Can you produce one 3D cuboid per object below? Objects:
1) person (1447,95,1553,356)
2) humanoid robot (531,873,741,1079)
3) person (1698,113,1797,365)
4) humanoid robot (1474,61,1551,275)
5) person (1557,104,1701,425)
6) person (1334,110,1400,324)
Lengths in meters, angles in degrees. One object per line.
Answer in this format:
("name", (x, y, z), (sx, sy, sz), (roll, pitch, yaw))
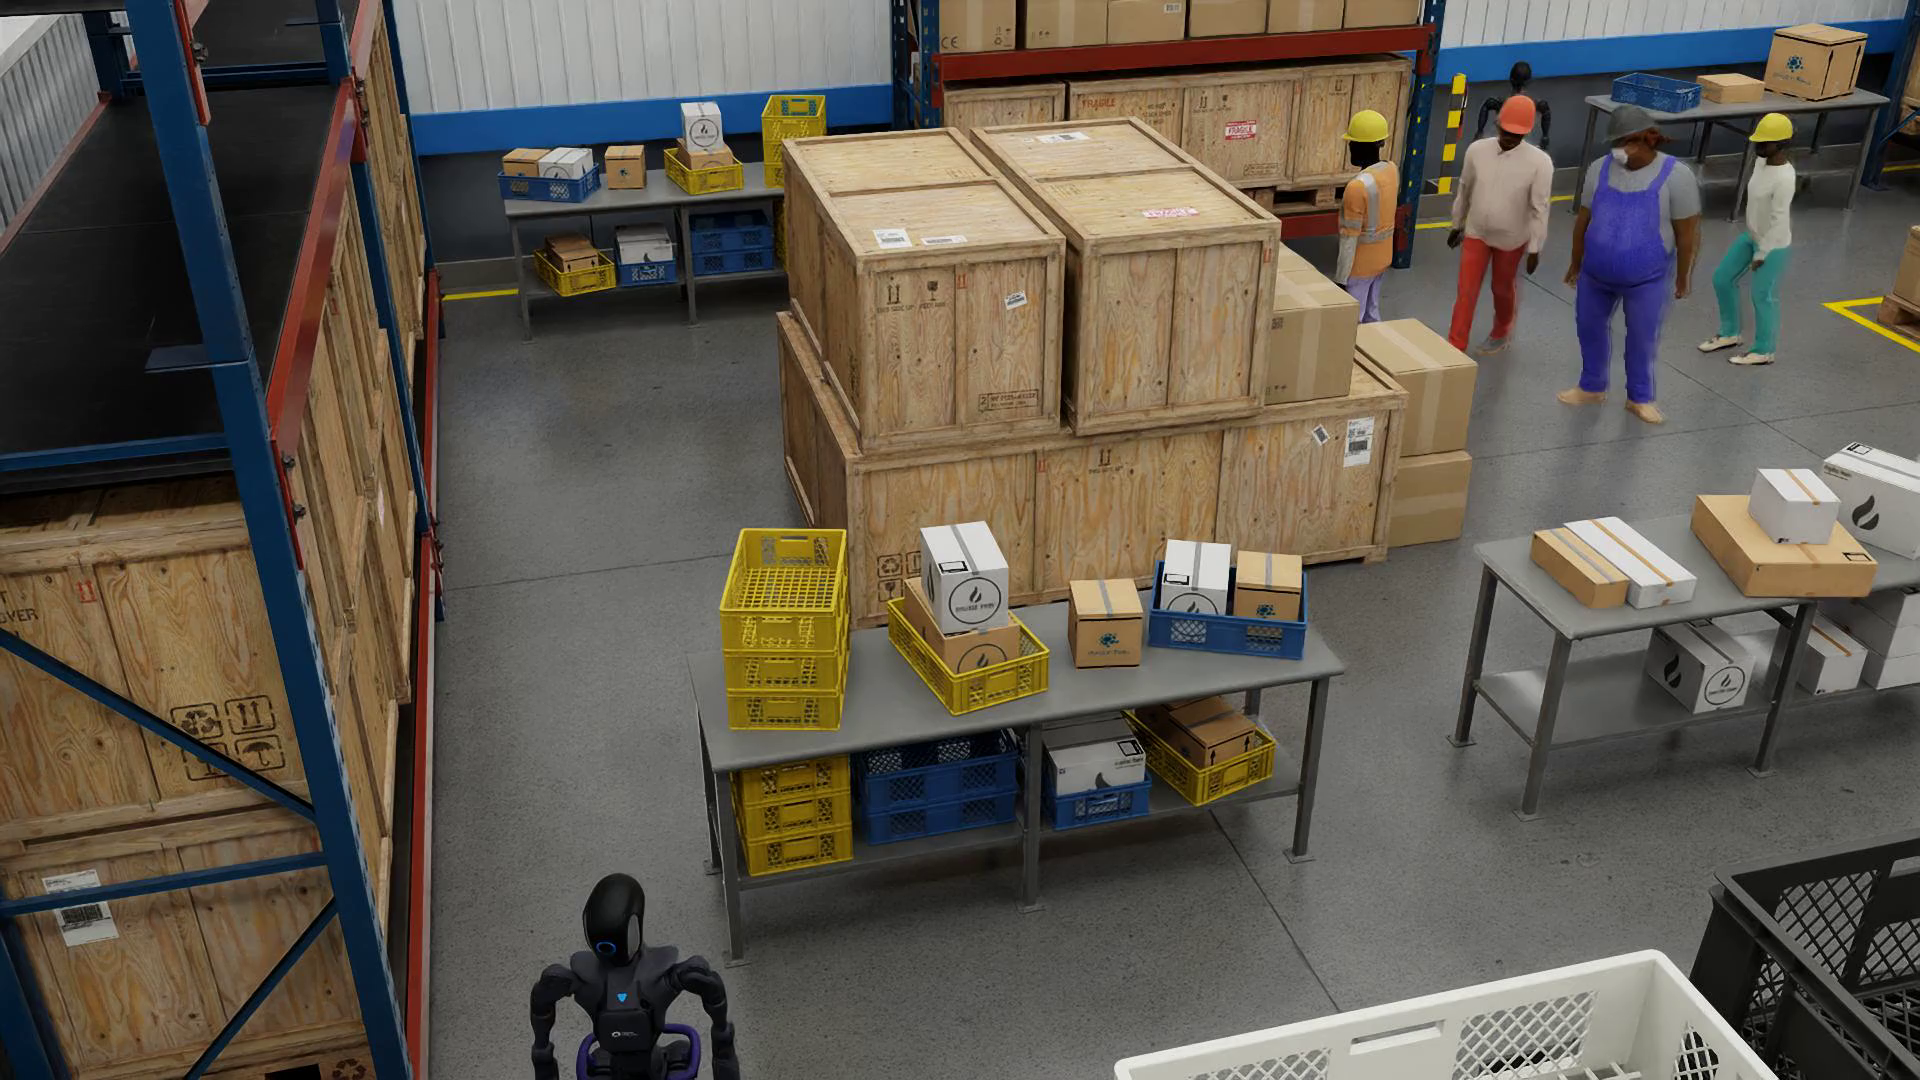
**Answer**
("person", (3.579, -2.042, 11.116), (0.681, 1.926, 1.016), (18, 33, 29))
("humanoid robot", (-0.896, 1.613, 4.715), (0.612, 1.657, 0.320), (-3, 29, -5))
("person", (5.383, -2.023, 11.260), (0.571, 1.739, 0.579), (1, 29, 2))
("humanoid robot", (4.205, -2.846, 12.805), (0.589, 1.660, 0.327), (7, 30, 12))
("person", (4.205, -1.736, 10.433), (0.805, 2.000, 0.535), (23, 36, 35))
("person", (2.547, -1.785, 10.654), (0.405, 1.918, 0.582), (19, 34, 31))
